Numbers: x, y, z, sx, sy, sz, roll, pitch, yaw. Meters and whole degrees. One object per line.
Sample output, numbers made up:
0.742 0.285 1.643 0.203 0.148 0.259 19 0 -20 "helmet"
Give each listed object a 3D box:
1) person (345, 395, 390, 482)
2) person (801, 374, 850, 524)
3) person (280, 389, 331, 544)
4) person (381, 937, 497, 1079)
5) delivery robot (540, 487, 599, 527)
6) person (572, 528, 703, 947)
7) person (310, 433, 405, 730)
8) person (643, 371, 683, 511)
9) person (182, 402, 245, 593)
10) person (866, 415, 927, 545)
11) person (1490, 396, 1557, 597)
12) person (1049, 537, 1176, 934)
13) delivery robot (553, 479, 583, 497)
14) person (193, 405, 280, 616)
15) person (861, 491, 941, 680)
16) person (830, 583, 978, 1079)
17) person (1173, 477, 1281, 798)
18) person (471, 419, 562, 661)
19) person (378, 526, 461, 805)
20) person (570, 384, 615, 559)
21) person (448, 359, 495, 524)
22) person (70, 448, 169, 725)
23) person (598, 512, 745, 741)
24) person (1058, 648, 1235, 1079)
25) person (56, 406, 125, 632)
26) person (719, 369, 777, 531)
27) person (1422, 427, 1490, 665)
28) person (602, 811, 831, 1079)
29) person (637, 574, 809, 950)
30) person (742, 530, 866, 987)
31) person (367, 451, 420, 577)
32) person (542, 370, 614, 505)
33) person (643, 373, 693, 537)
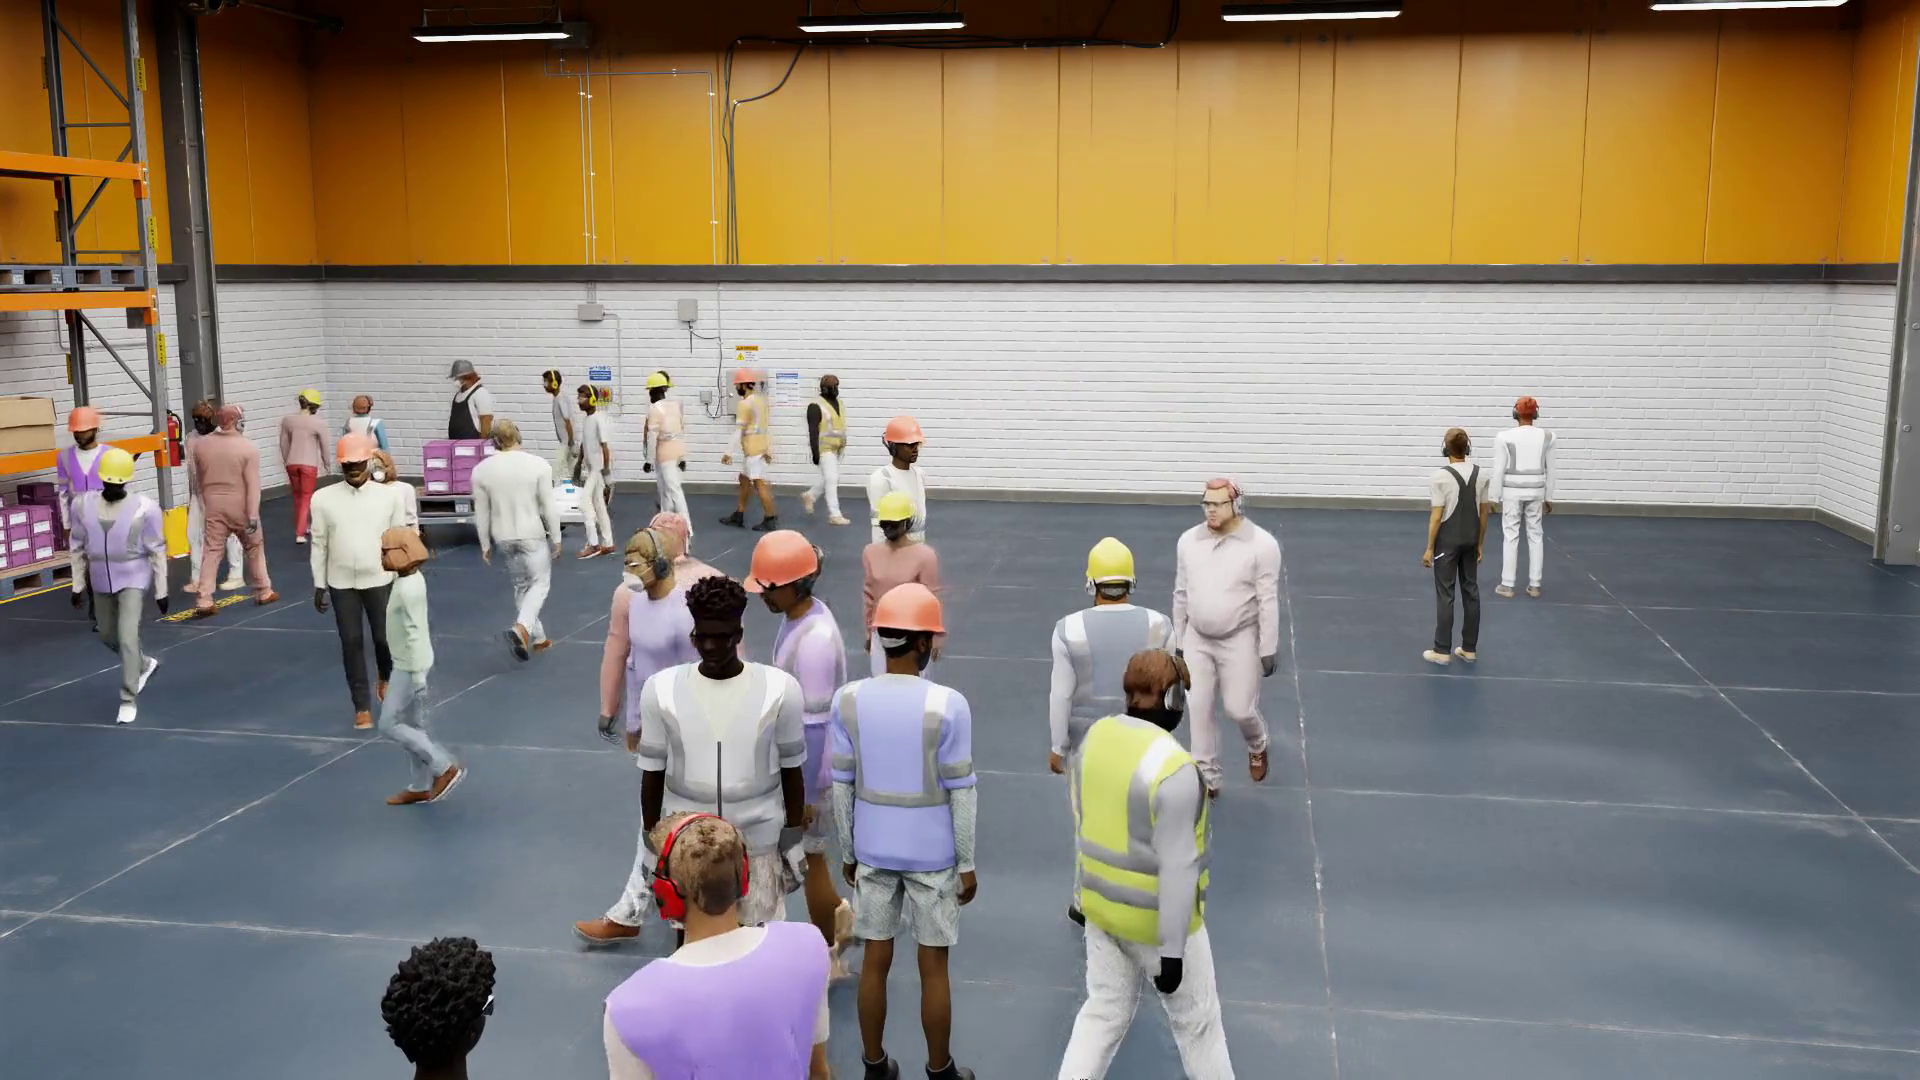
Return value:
-6.936 -0.889 19.394 0.517 1.614 0.685 3 10 18 "person"
-1.644 -1.105 20.123 0.708 1.822 0.622 6 11 32 "person"
-7.363 -0.833 18.758 0.550 1.713 0.775 1 9 8 "person"
-1.033 1.643 3.437 0.531 1.698 0.320 1 9 6 "person"
-4.467 -0.361 19.117 0.707 0.478 0.477 0 9 -2 "delivery robot"
-1.287 0.874 7.663 1.038 1.892 0.666 -6 11 -31 "person"
-4.021 0.258 11.158 0.621 1.977 0.534 -3 10 -17 "person"
-3.681 -1.179 20.597 0.511 1.808 0.962 -3 10 -15 "person"
-7.100 -0.392 15.720 0.627 1.809 0.682 3 10 16 "person"
-0.392 0.139 11.697 0.372 2.042 0.615 5 10 29 "person"
5.265 -0.404 15.558 0.584 1.883 0.337 0 9 1 "person"
0.694 0.898 7.627 0.588 1.837 0.403 -1 9 -5 "person"
-4.696 -0.493 19.932 0.707 0.478 0.477 -1 9 -8 "delivery robot"
-6.515 -0.271 14.835 0.643 1.861 0.959 1 9 5 "person"
-0.325 0.552 10.071 0.531 1.748 0.603 5 10 27 "person"
-0.188 1.113 6.014 0.542 1.928 0.374 3 10 18 "person"
1.525 0.564 9.546 0.656 1.884 0.648 6 11 33 "person"
-3.464 0.013 12.936 0.679 1.897 0.774 1 9 3 "person"
-3.118 0.722 9.396 0.375 1.622 0.504 -2 9 -14 "person"
-3.967 -0.725 17.671 0.637 1.851 0.503 -4 10 -25 "person"
-5.927 -1.216 20.114 0.738 2.000 0.535 9 13 44 "person"
-5.710 0.271 11.422 0.638 1.871 0.805 0 9 0 "person"
-1.447 0.789 8.289 0.715 1.841 1.016 -6 11 -34 "person"
0.617 1.254 5.608 0.842 1.792 0.637 -6 11 -32 "person"
-7.327 -0.184 14.090 0.539 1.917 0.533 -2 9 -12 "person"
-2.536 -1.049 19.521 0.884 1.899 0.564 2 9 11 "person"
3.831 0.051 12.874 0.506 1.841 0.344 -2 9 -15 "person"
-0.516 1.520 3.797 0.573 1.823 0.579 -6 11 -33 "person"
-0.862 1.086 6.065 0.614 1.962 0.365 -1 9 -4 "person"
-0.672 0.934 6.894 0.478 2.004 0.671 -2 9 -11 "person"
-4.595 0.093 13.301 0.526 1.618 0.384 -3 10 -16 "person"
-4.869 -1.244 20.982 0.892 1.827 0.536 -3 10 -16 "person"
-3.349 -0.958 19.048 0.675 1.887 0.605 2 9 15 "person"
